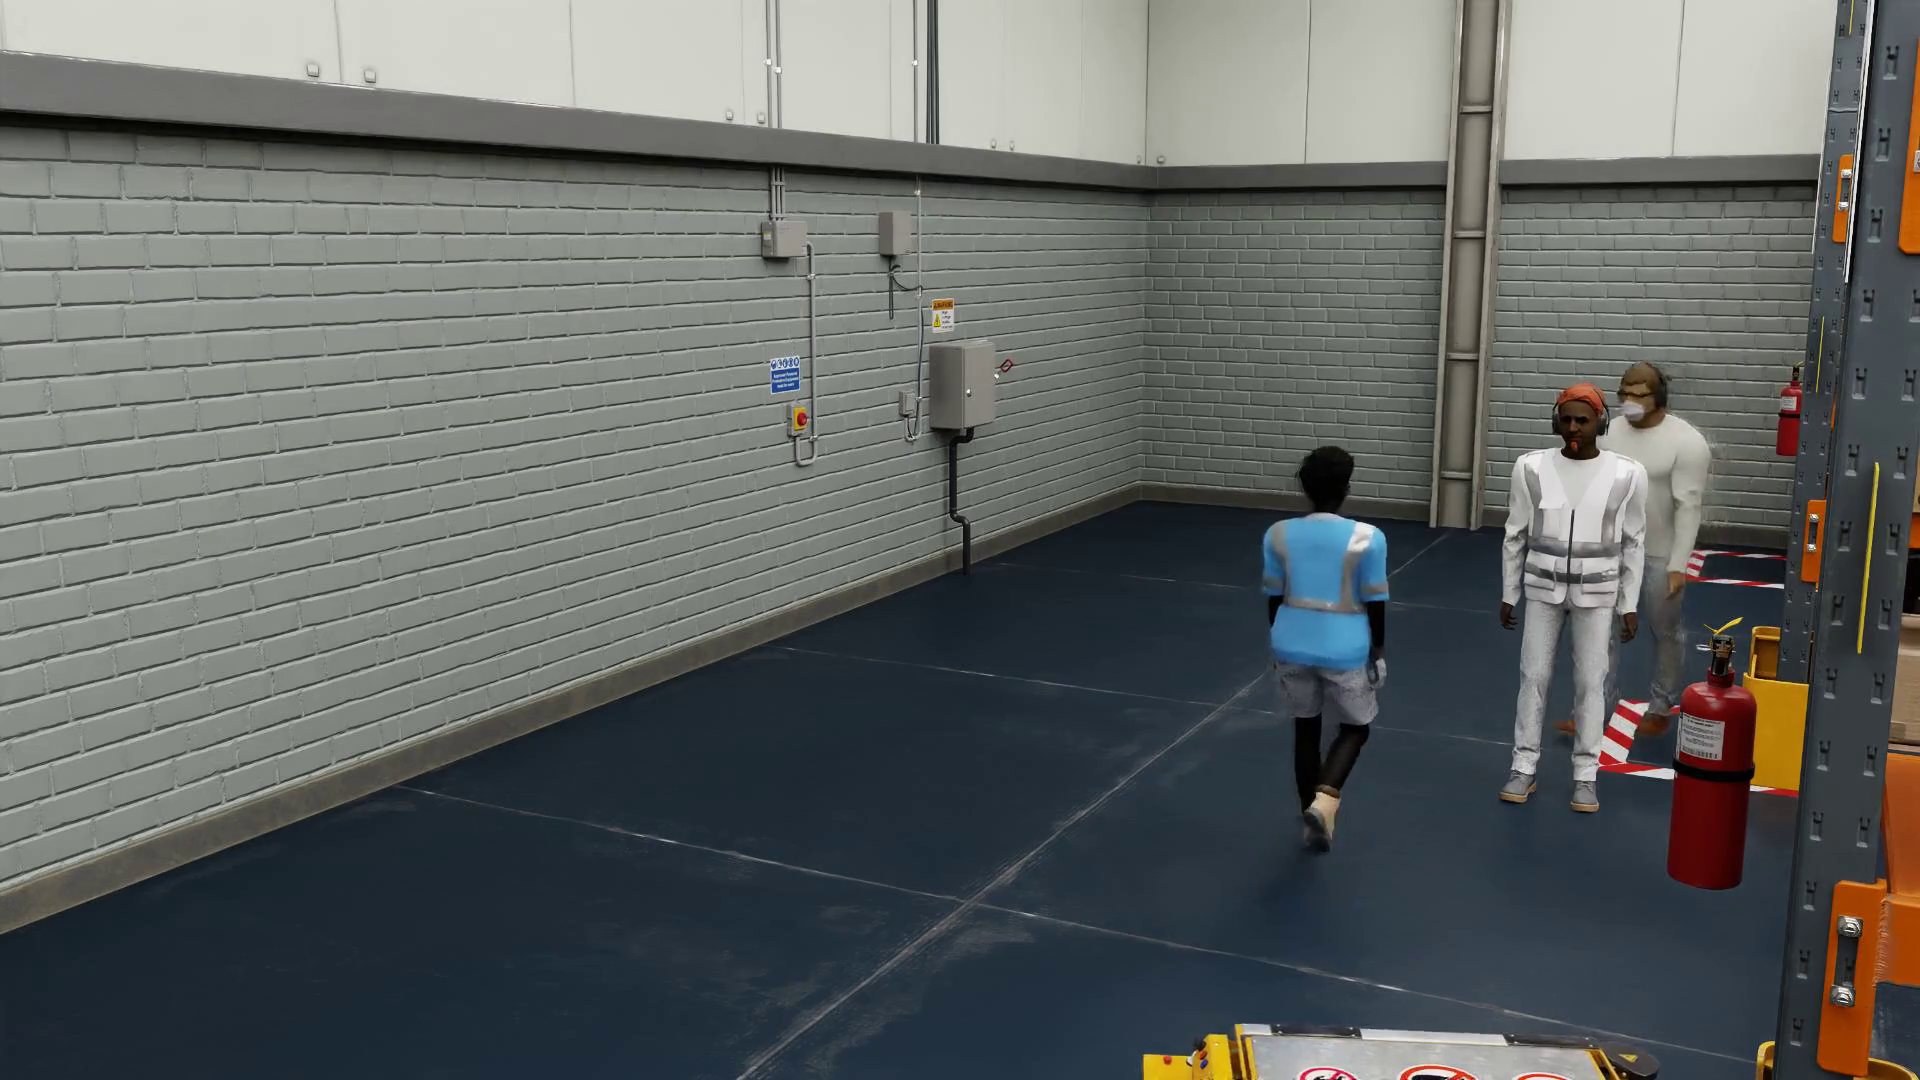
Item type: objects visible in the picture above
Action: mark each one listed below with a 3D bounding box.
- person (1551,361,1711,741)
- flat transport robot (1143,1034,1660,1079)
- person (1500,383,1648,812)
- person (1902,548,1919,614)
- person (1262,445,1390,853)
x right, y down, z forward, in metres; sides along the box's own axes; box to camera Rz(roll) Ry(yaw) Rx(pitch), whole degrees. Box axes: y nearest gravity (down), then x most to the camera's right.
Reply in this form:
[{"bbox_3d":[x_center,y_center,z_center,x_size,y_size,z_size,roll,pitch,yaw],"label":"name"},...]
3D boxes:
[{"bbox_3d":[3.316,0.082,8.167,0.823,1.898,0.657,-8,13,-36],"label":"person"},{"bbox_3d":[1.221,1.569,4.517,1.431,0.197,0.652,1,10,5],"label":"flat transport robot"},{"bbox_3d":[2.672,0.252,7.294,0.585,1.882,0.337,5,12,25],"label":"person"},{"bbox_3d":[4.940,-0.100,8.790,0.538,2.000,0.685,4,11,19],"label":"person"},{"bbox_3d":[1.435,0.462,6.692,0.535,1.677,0.501,6,12,30],"label":"person"}]
